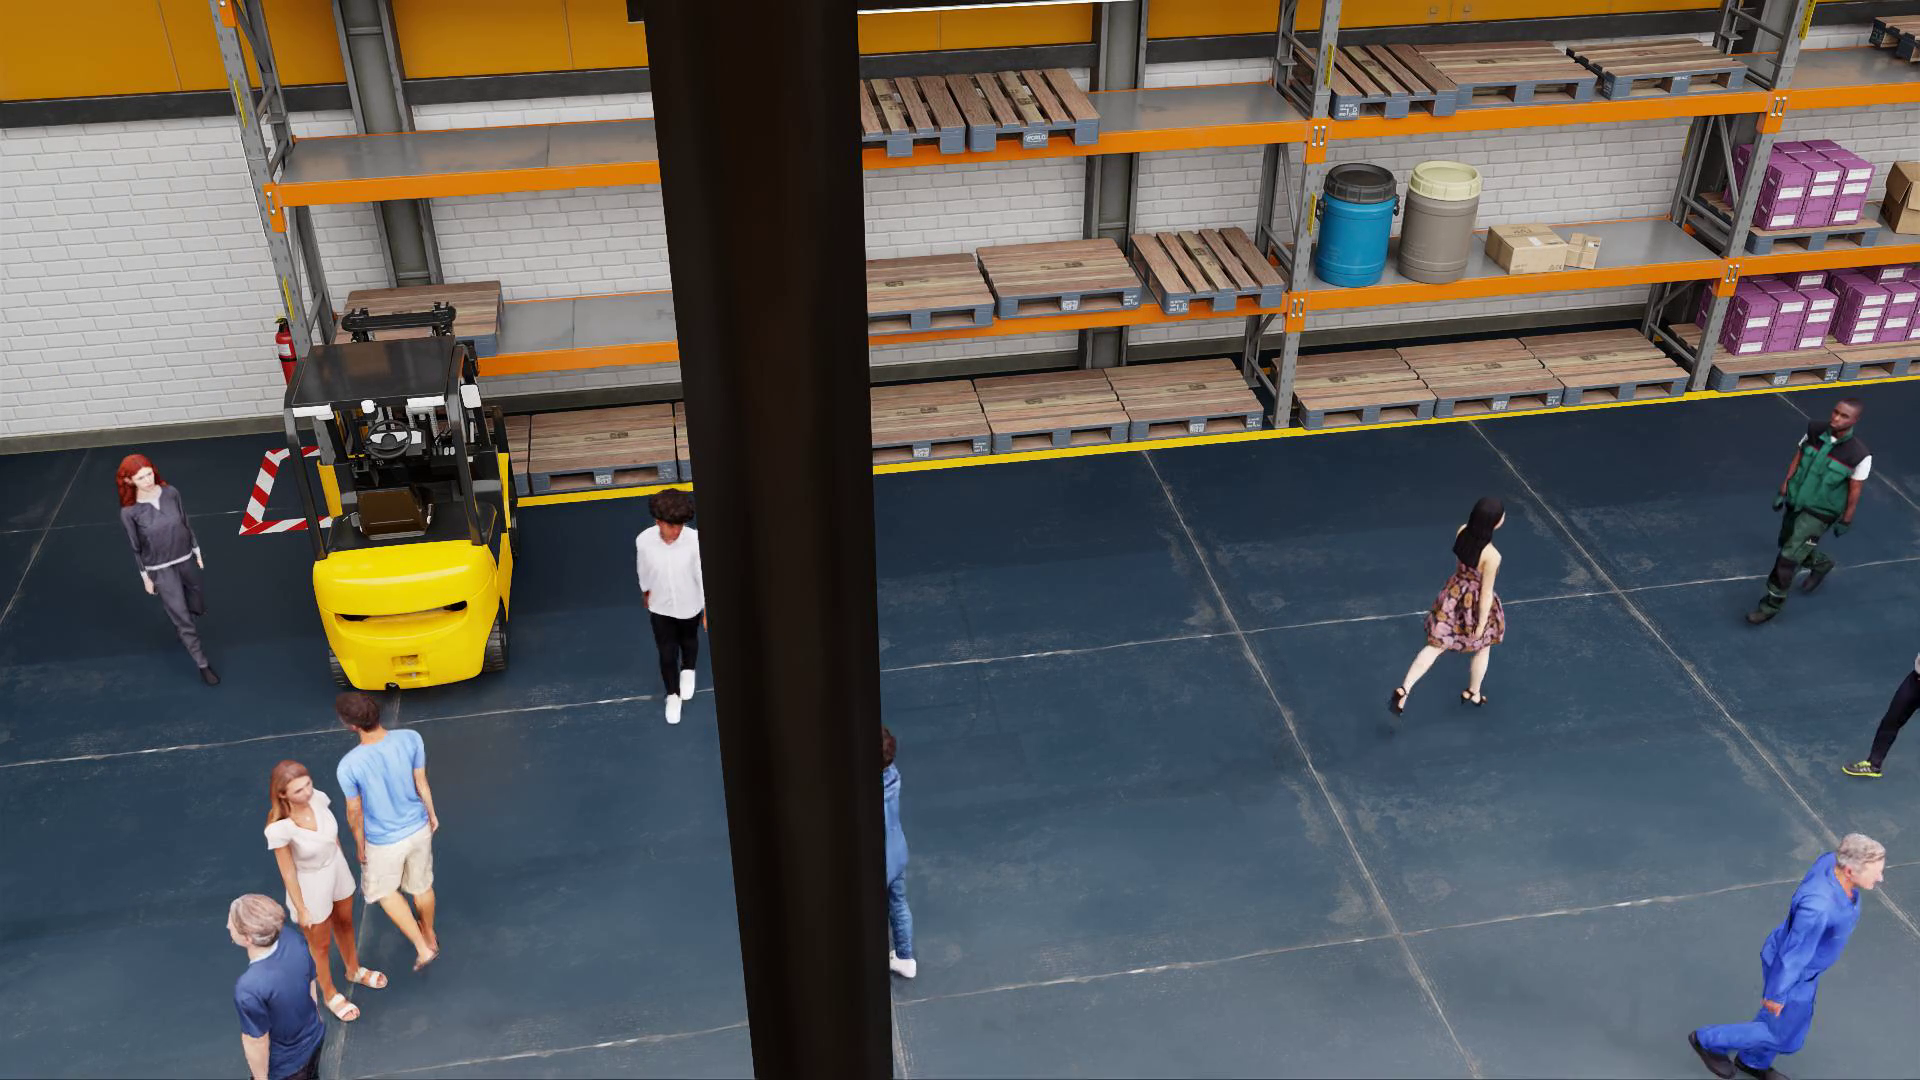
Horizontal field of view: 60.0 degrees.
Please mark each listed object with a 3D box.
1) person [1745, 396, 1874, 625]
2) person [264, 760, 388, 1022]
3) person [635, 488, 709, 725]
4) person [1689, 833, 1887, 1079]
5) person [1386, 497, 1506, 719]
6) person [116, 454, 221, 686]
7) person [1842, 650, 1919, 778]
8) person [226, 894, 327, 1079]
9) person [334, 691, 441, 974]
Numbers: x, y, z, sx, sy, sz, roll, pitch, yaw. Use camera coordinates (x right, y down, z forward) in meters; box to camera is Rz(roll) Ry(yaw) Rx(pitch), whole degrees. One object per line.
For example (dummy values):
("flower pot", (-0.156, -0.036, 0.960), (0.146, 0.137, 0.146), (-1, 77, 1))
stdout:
("person", (6.178, -0.247, 11.955), (1.209, 1.810, 0.868), (-14, 36, -20))
("person", (-3.438, 1.841, 8.916), (0.704, 1.697, 0.666), (13, 36, 19))
("person", (-1.908, 0.355, 11.085), (0.764, 1.770, 0.733), (1, 34, 1))
("person", (4.143, 2.104, 8.420), (1.024, 1.808, 0.956), (22, 40, 30))
("person", (3.241, 0.490, 10.906), (1.185, 1.745, 0.865), (-17, 37, -23))
("person", (-5.437, 0.169, 11.375), (0.966, 1.760, 0.937), (25, 41, 33))
("person", (6.190, 0.947, 10.418), (1.062, 1.523, 0.701), (1, 34, 1))
("person", (-3.106, 2.428, 7.891), (0.973, 1.854, 0.839), (5, 34, 8))
("person", (-3.027, 1.637, 9.091), (0.885, 1.843, 0.920), (-28, 42, -35))
